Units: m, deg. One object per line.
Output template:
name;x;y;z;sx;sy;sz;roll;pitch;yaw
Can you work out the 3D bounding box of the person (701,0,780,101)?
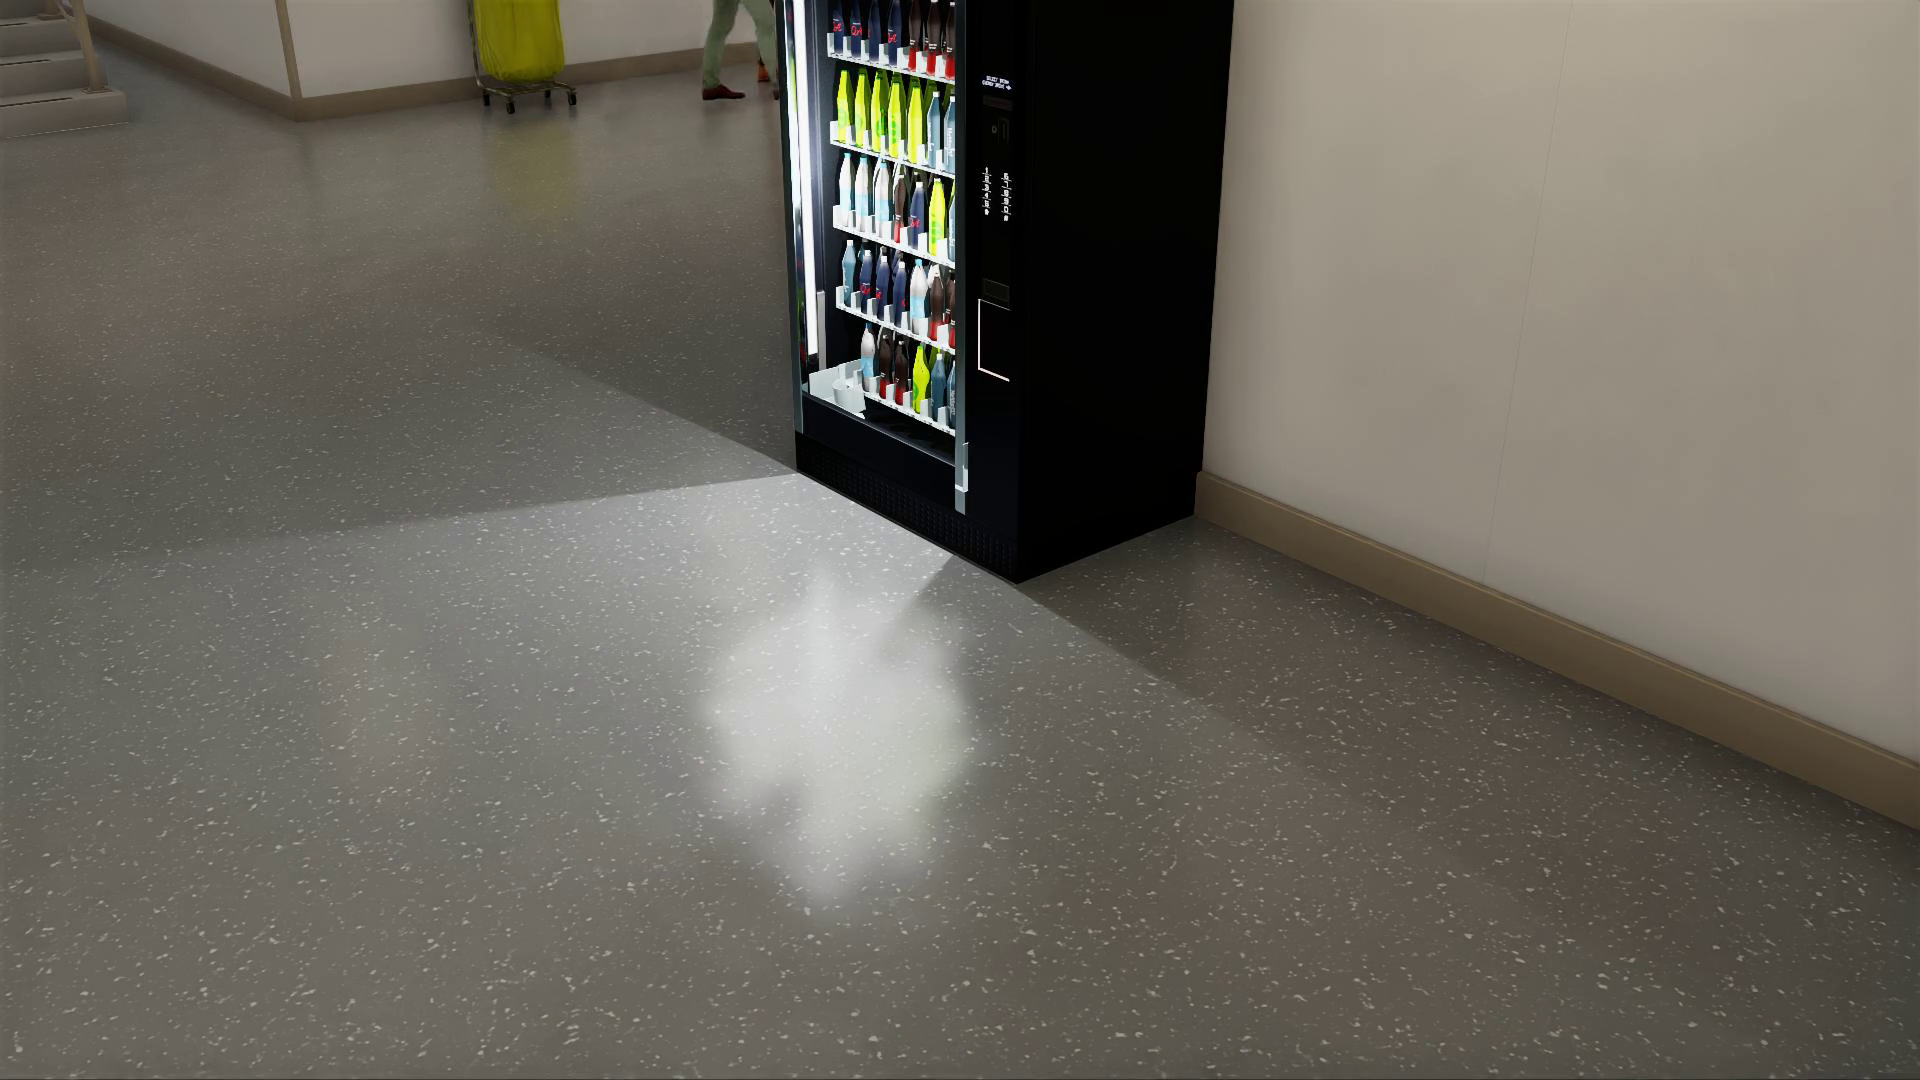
person;-1.679;-4.024;11.787;1.040;1.841;1.106;-6;26;-13
